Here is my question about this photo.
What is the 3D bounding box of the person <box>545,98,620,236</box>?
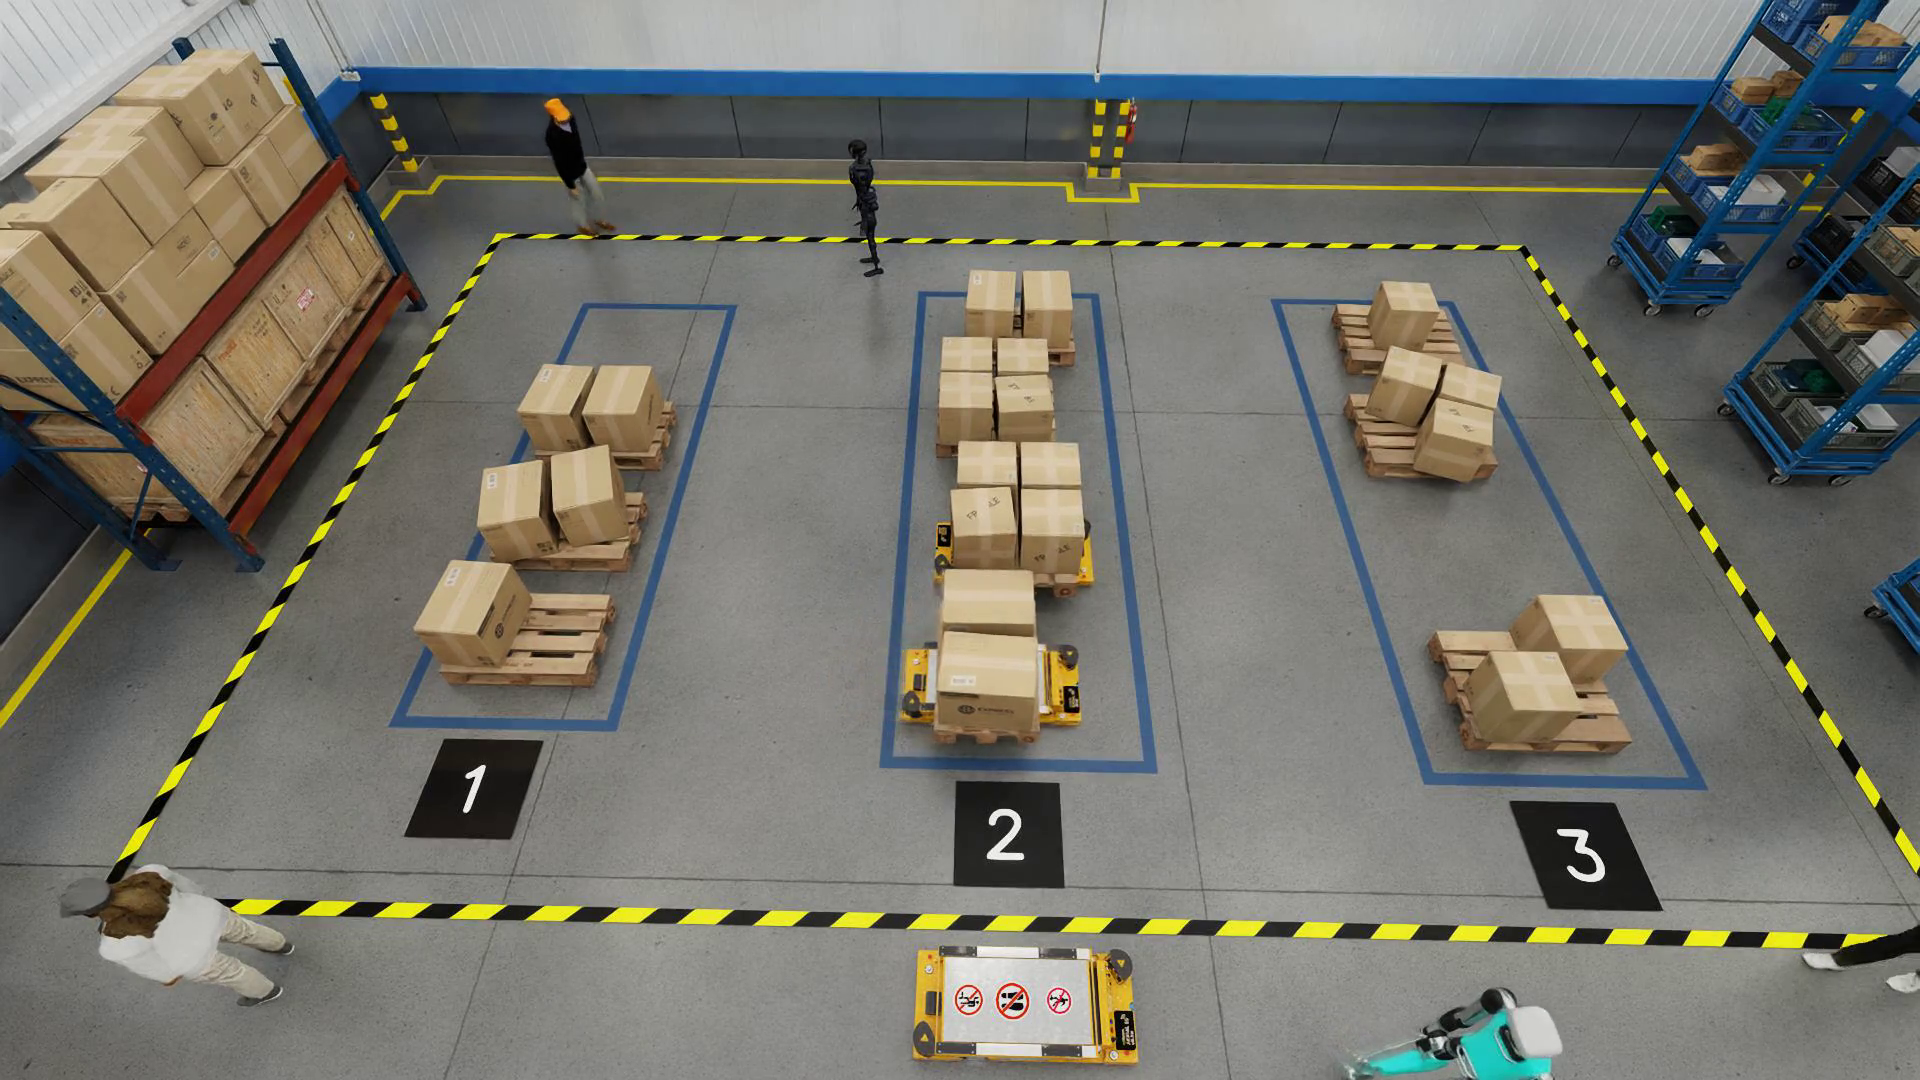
[{"bbox_3d":[-4.674,-4.468,11.115,0.649,1.837,0.587,15,52,12],"label":"person"}]

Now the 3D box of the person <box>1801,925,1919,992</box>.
[{"bbox_3d":[6.129,2.414,5.519,0.913,1.811,0.603,-2,51,-2],"label":"person"}]

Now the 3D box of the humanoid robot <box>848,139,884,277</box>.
[{"bbox_3d":[-1.114,-3.882,10.734,0.315,1.654,0.599,-7,51,-6],"label":"humanoid robot"}]

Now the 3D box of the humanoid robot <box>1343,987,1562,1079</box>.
[{"bbox_3d":[2.564,2.998,5.109,0.803,1.797,0.558,-6,51,-5],"label":"humanoid robot"}]

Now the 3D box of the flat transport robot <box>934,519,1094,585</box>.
[{"bbox_3d":[0.490,0.087,8.397,1.431,0.197,0.652,1,51,1],"label":"flat transport robot"}]

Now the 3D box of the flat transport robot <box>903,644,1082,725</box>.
[{"bbox_3d":[0.265,1.169,7.515,1.431,0.197,0.652,1,51,1],"label":"flat transport robot"}]

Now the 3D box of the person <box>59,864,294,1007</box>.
[{"bbox_3d":[-4.677,2.403,5.558,0.397,1.768,0.563,-5,51,-4],"label":"person"}]

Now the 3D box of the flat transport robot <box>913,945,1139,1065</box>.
[{"bbox_3d":[0.422,3.041,6.007,1.431,0.231,0.659,1,51,1],"label":"flat transport robot"}]
